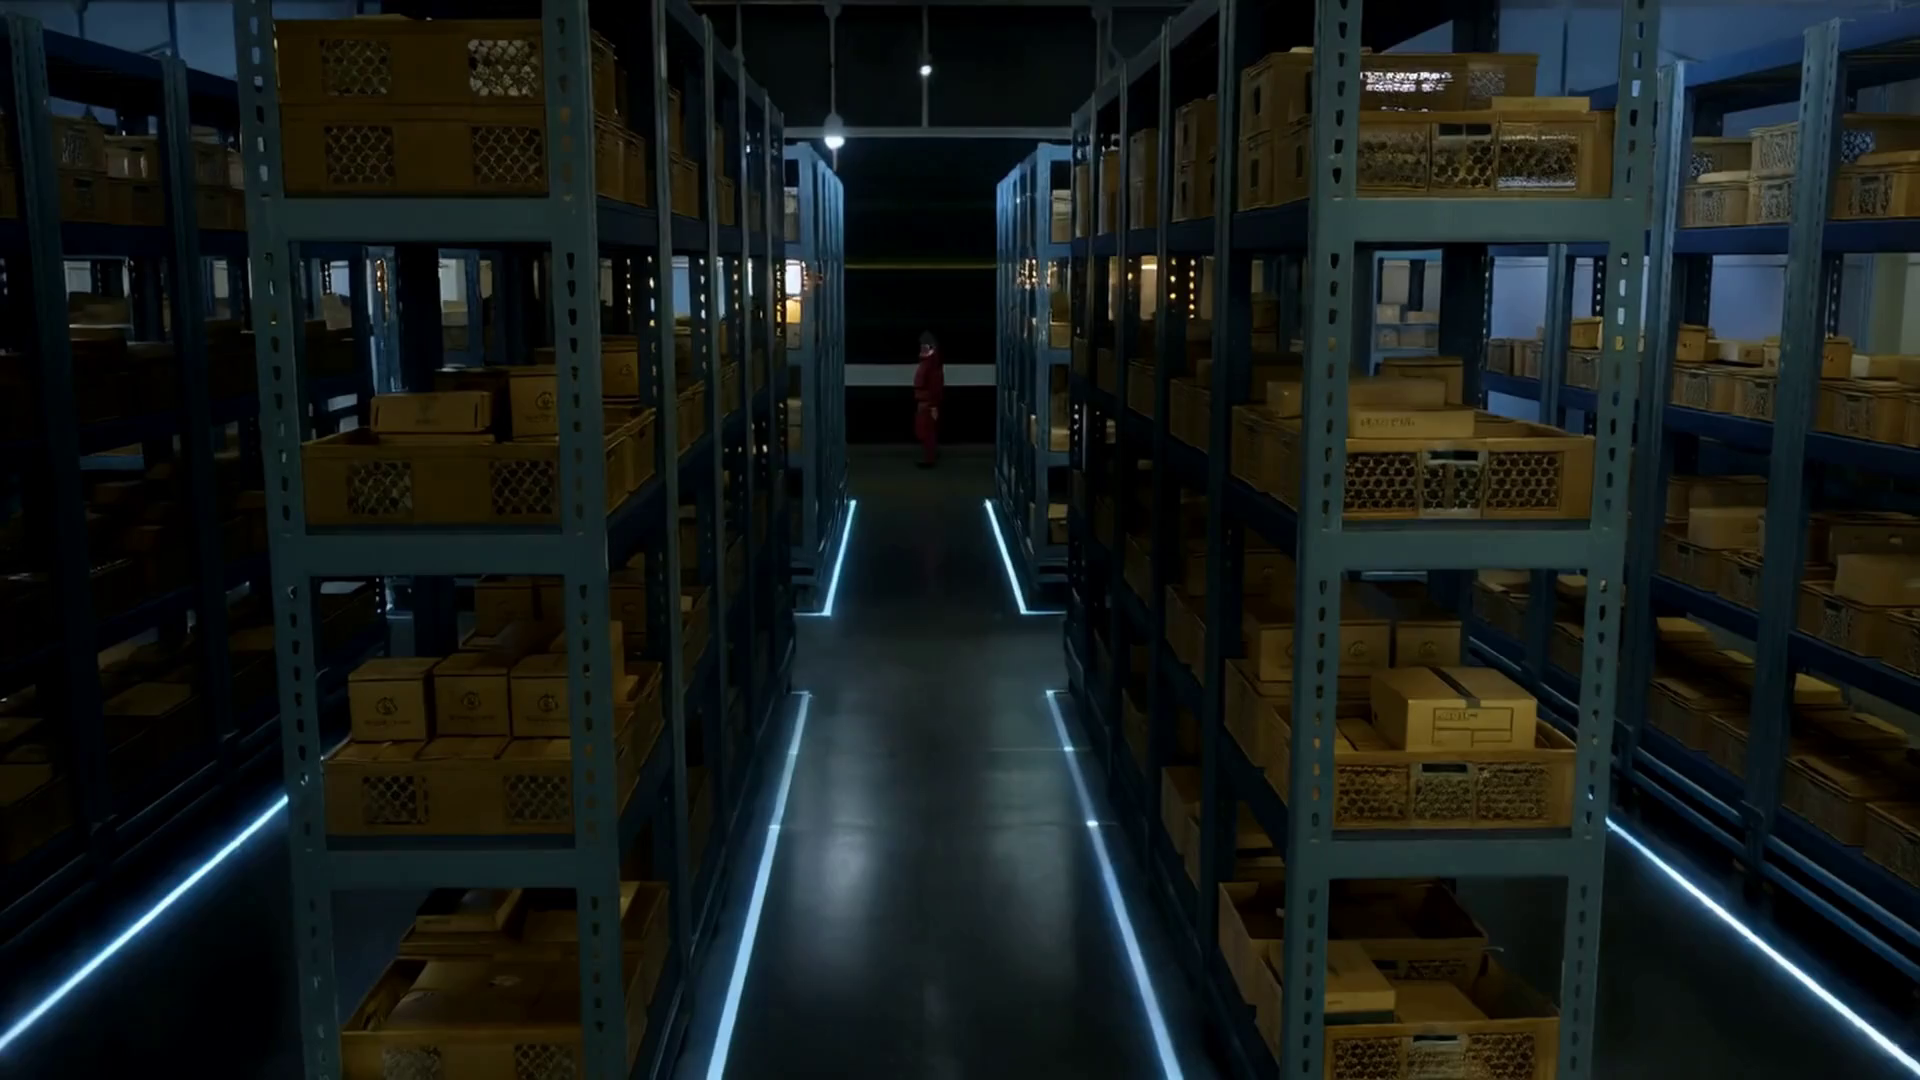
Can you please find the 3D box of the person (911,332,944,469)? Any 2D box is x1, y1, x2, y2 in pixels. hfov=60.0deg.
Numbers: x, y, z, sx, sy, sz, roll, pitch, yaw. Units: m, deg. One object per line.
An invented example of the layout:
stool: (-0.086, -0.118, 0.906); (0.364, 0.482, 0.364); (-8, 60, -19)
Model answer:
person: (-0.426, -1.845, 22.046); (0.425, 1.821, 0.617); (-2, 10, -14)
